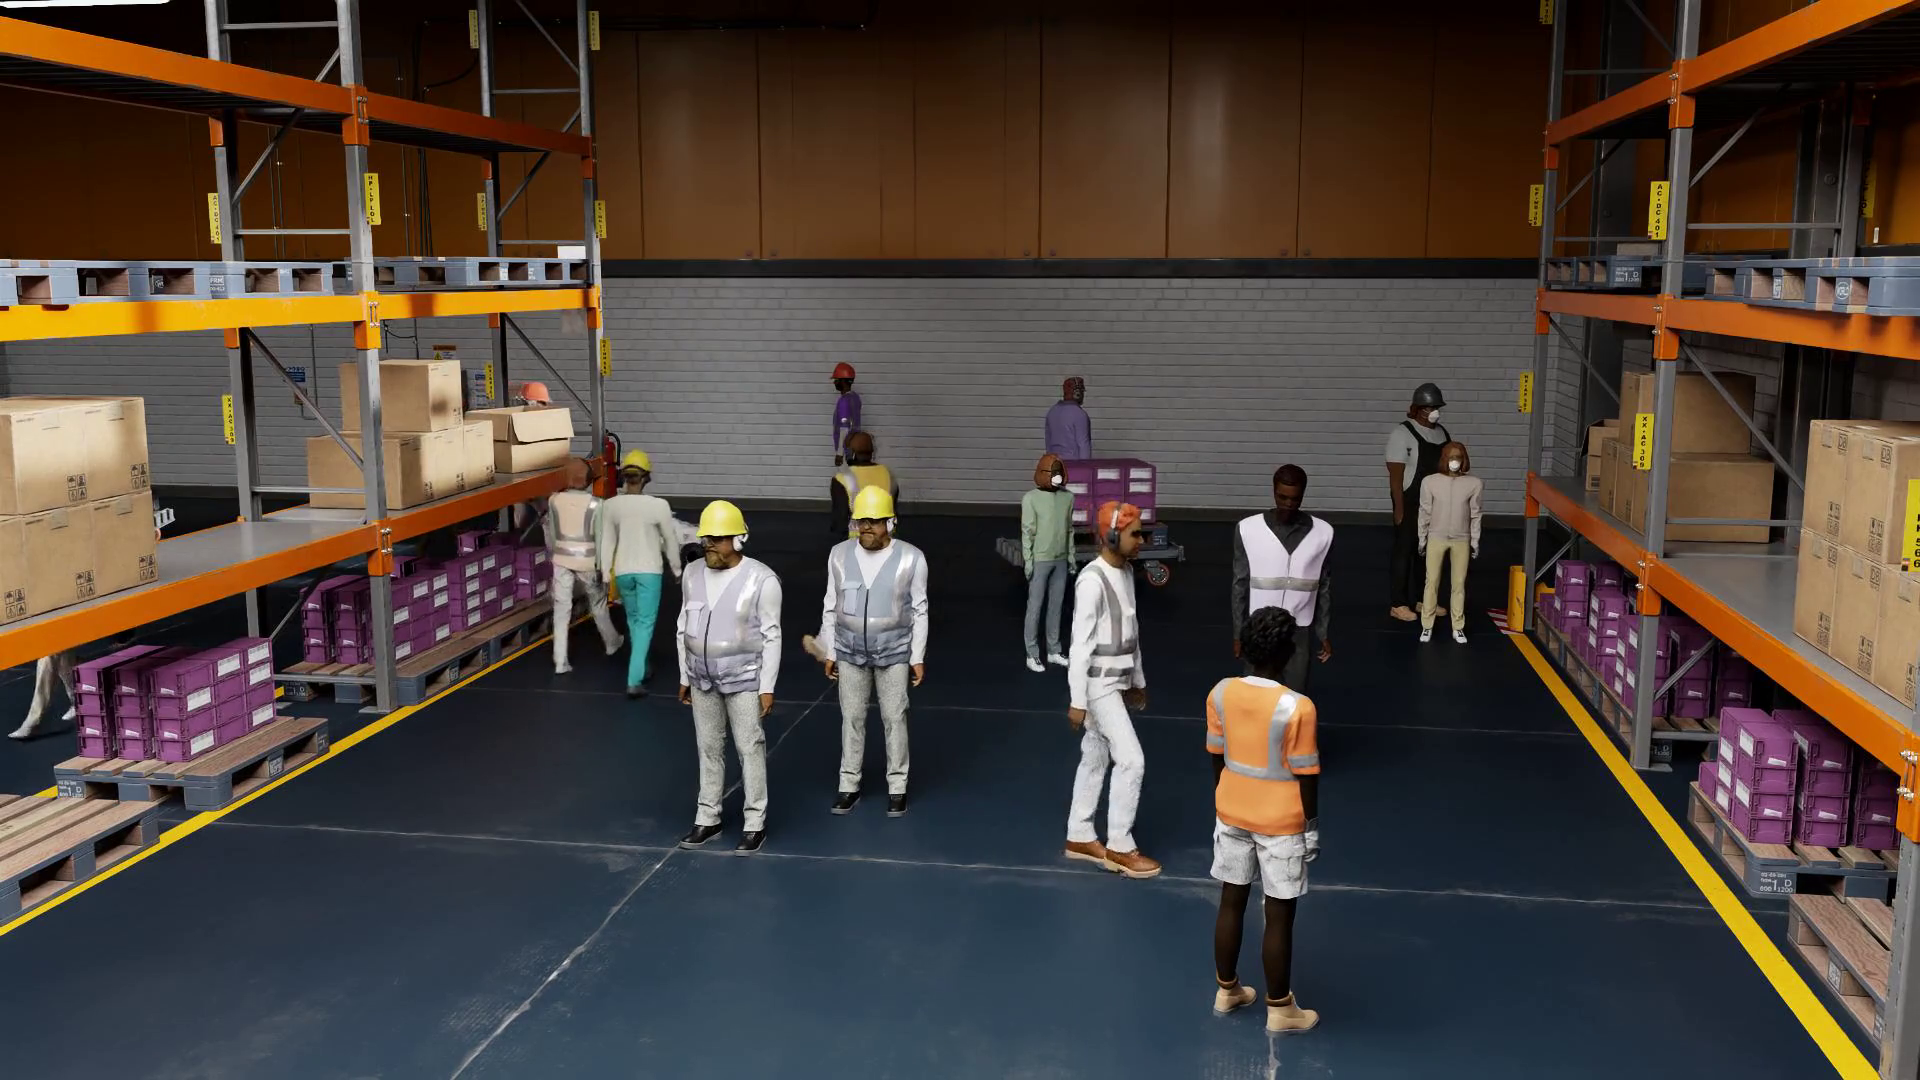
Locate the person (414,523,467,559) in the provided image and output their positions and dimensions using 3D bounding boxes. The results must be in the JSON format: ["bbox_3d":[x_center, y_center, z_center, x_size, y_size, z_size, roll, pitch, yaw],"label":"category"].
[{"bbox_3d":[-5.075,-0.576,16.278,0.839,1.908,0.542,-5,11,-30],"label":"person"}]

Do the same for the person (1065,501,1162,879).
[{"bbox_3d":[0.815,0.737,8.234,0.675,1.862,0.608,3,10,20],"label":"person"}]

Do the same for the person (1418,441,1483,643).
[{"bbox_3d":[3.935,0.018,13.383,0.500,1.636,0.284,2,9,9],"label":"person"}]

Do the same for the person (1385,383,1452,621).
[{"bbox_3d":[4.008,-0.332,14.297,0.677,2.000,0.536,-6,11,-32],"label":"person"}]

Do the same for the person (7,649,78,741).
[{"bbox_3d":[-5.952,0.461,10.790,0.543,1.588,0.878,2,9,12],"label":"person"}]

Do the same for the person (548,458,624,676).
[{"bbox_3d":[-2.849,0.181,12.537,0.514,1.583,0.893,2,9,11],"label":"person"}]

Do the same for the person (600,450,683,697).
[{"bbox_3d":[-2.271,0.227,11.789,0.530,1.736,0.768,2,10,15],"label":"person"}]

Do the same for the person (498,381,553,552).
[{"bbox_3d":[-4.207,-0.559,16.008,1.027,1.943,0.616,-4,10,-21],"label":"person"}]

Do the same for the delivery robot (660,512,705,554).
[{"bbox_3d":[-2.905,-0.039,16.769,0.707,0.478,0.477,0,9,-3],"label":"delivery robot"}]

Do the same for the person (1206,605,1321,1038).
[{"bbox_3d":[1.198,1.096,6.543,0.318,1.699,0.535,-8,12,-41],"label":"person"}]

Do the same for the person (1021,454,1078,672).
[{"bbox_3d":[0.673,0.164,12.491,0.503,1.633,0.280,-7,12,-38],"label":"person"}]

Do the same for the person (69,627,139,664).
[{"bbox_3d":[-6.749,-0.019,12.822,0.608,1.908,1.062,-1,9,-5],"label":"person"}]

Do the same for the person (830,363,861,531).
[{"bbox_3d":[-1.320,-1.063,19.121,0.354,1.939,0.544,2,9,10],"label":"person"}]

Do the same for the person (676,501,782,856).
[{"bbox_3d":[-1.203,0.704,8.545,0.591,1.833,0.403,4,10,22],"label":"person"}]

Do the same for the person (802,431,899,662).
[{"bbox_3d":[-0.798,0.077,12.525,0.642,1.795,0.910,-8,12,-39],"label":"person"}]

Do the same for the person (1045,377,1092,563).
[{"bbox_3d":[1.158,-0.724,17.129,0.401,1.906,0.650,-6,11,-32],"label":"person"}]

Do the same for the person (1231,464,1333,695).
[{"bbox_3d":[1.831,0.509,9.504,0.587,1.913,0.393,-1,9,-5],"label":"person"}]

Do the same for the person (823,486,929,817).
[{"bbox_3d":[-0.471,0.610,9.120,0.588,1.835,0.403,2,9,10],"label":"person"}]
